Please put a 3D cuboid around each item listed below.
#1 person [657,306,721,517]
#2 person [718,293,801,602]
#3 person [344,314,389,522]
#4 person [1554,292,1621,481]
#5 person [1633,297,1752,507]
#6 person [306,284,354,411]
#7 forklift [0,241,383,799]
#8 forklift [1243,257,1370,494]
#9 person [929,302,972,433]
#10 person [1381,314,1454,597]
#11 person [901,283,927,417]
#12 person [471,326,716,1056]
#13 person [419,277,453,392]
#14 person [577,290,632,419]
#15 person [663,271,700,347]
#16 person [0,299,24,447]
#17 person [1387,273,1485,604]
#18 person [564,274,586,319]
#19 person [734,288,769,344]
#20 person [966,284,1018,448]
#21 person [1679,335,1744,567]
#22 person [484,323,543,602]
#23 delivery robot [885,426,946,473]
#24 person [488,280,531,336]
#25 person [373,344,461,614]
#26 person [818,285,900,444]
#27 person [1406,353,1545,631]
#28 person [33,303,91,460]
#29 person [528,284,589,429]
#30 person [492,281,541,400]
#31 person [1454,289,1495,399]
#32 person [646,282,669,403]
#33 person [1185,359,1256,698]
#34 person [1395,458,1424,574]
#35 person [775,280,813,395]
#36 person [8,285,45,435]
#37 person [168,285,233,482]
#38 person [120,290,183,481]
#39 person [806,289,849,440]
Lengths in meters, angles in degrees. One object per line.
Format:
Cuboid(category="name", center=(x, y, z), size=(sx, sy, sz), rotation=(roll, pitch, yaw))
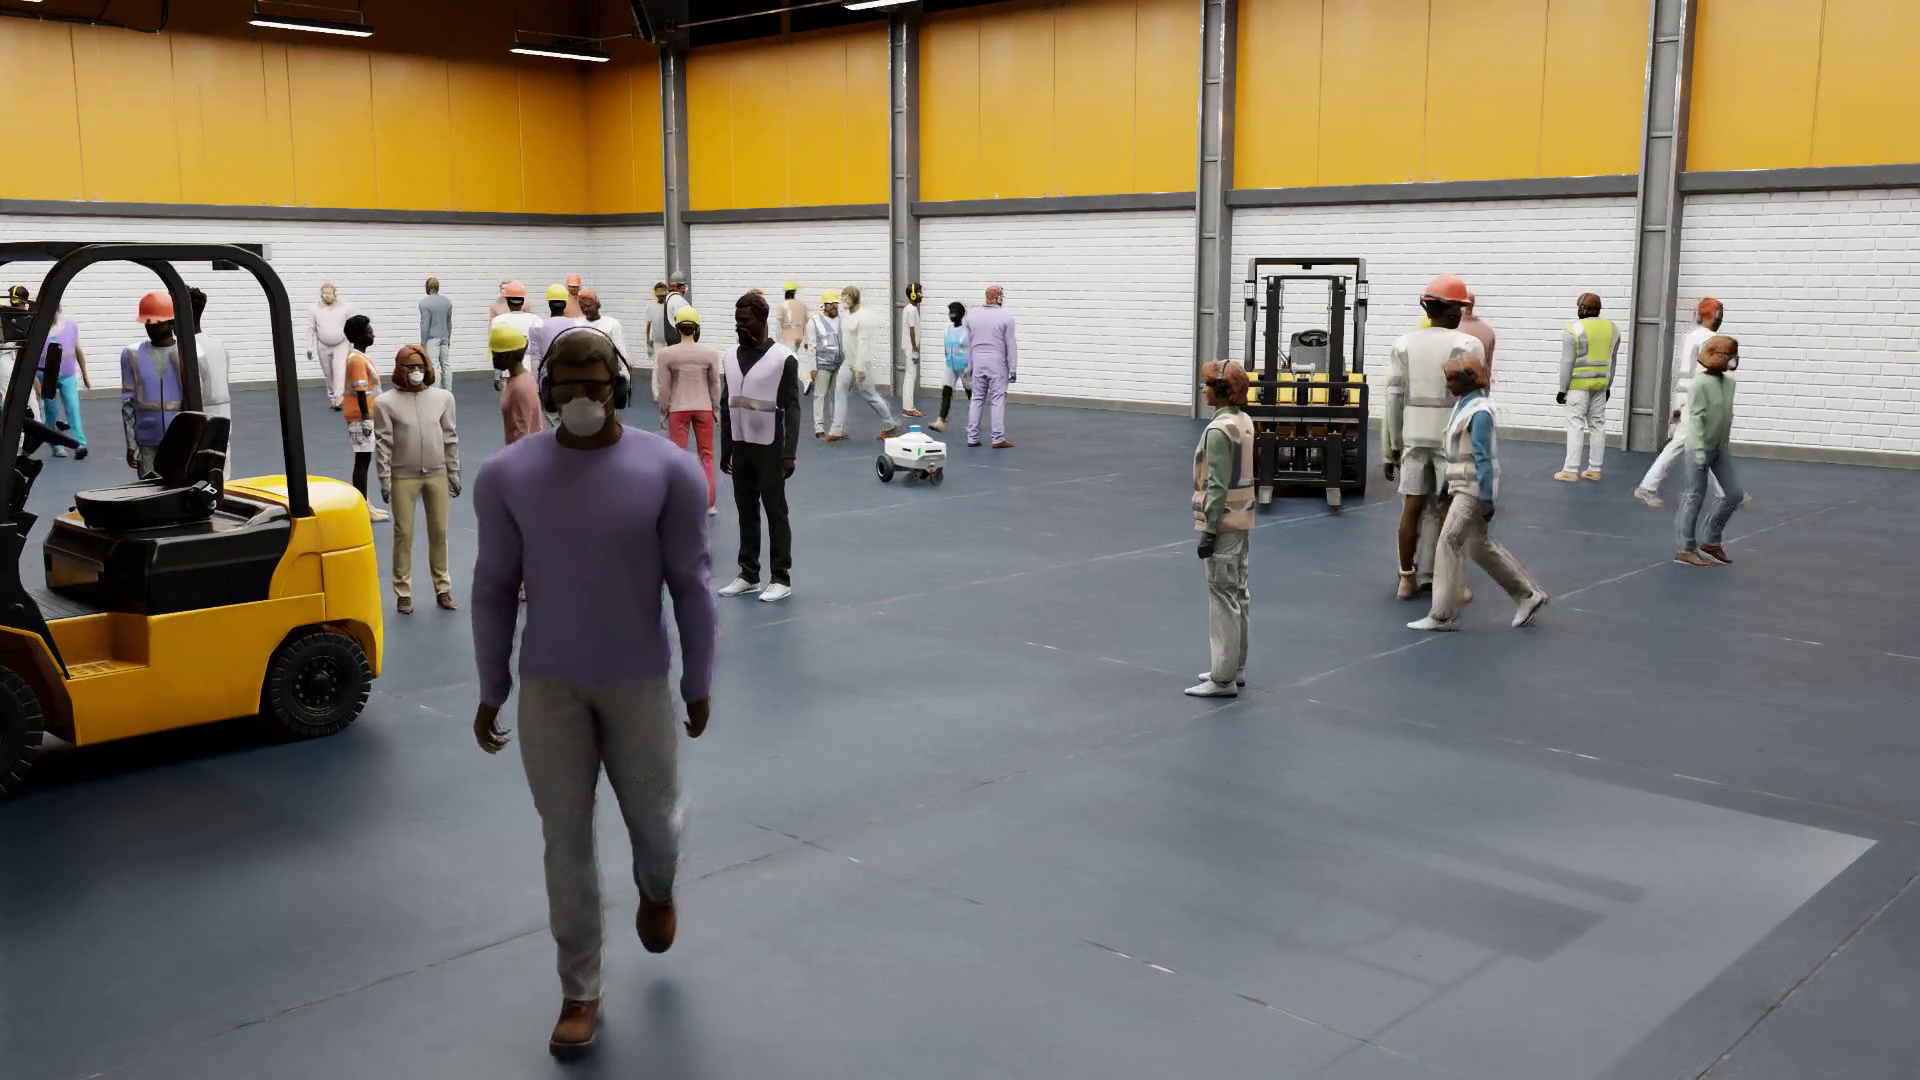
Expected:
Cuboid(category="person", center=(-2.253, -1.061, 13.862), size=(0.525, 1.769, 0.315), rotation=(-3, 10, -17))
Cuboid(category="person", center=(-1.261, -0.581, 10.445), size=(0.599, 1.917, 0.377), rotation=(6, 11, 34))
Cuboid(category="person", center=(-4.894, -0.994, 13.660), size=(0.318, 1.696, 0.541), rotation=(-3, 10, -20))
Cuboid(category="person", center=(6.103, -1.490, 16.258), size=(0.627, 1.844, 0.429), rotation=(-3, 10, -18))
Cuboid(category="person", center=(6.390, -1.189, 14.464), size=(1.012, 1.831, 0.637), rotation=(2, 9, 10))
Cuboid(category="person", center=(-9.241, -2.825, 24.421), size=(0.666, 1.854, 1.013), rotation=(-2, 10, -13))
Cuboid(category="forklift", center=(-3.706, -0.171, 7.093), size=(1.214, 2.155, 2.313), rotation=(9, 13, 43))
Cuboid(category="forklift", center=(3.309, -1.629, 16.029), size=(1.214, 2.155, 2.313), rotation=(2, 9, 11))
Cuboid(category="person", center=(-0.034, -2.181, 21.051), size=(0.542, 1.645, 0.867), rotation=(7, 12, 37))
Cuboid(category="person", center=(3.020, -0.549, 10.560), size=(0.611, 1.815, 0.517), rotation=(7, 12, 36))
Cuboid(category="person", center=(-0.656, -2.664, 23.367), size=(0.332, 1.874, 0.520), rotation=(-1, 9, -7))
Cuboid(category="person", center=(-0.992, 0.376, 4.563), size=(0.650, 1.922, 0.692), rotation=(0, 9, -3))
Cuboid(category="person", center=(-8.176, -3.115, 25.925), size=(0.372, 1.940, 0.627), rotation=(5, 10, 26))
Cuboid(category="person", center=(-3.853, -1.742, 17.781), size=(0.681, 1.834, 0.886), rotation=(0, 9, -1))
Cuboid(category="person", center=(-4.219, -3.060, 25.276), size=(0.536, 2.000, 0.676), rotation=(-5, 10, -26))
Cuboid(category="person", center=(-11.046, -1.915, 19.164), size=(0.294, 1.744, 0.487), rotation=(-1, 9, -5))
Cuboid(category="person", center=(2.956, -0.620, 10.313), size=(0.611, 2.040, 0.393), rotation=(8, 12, 40))
Cuboid(category="person", center=(-6.027, -3.165, 26.058), size=(0.625, 1.991, 0.380), rotation=(-7, 11, -35))
Cuboid(category="person", center=(-2.391, -2.003, 19.390), size=(0.345, 1.847, 0.504), rotation=(7, 12, 38))
Cuboid(category="person", center=(0.377, -2.009, 19.311), size=(0.661, 1.895, 0.409), rotation=(5, 11, 29))
Cuboid(category="person", center=(5.221, -0.603, 11.518), size=(0.503, 1.621, 0.423), rotation=(-5, 11, -30))
Cuboid(category="person", center=(-2.736, -0.478, 10.342), size=(0.378, 1.746, 0.554), rotation=(-3, 10, -20))
Cuboid(category="delivery robot", center=(-0.430, -0.860, 16.043), size=(0.477, 0.478, 0.707), rotation=(-6, 11, -31))
Cuboid(category="person", center=(-7.140, -3.171, 26.412), size=(0.694, 1.886, 0.773), rotation=(0, 9, -2))
Cuboid(category="person", center=(-3.266, -0.367, 10.036), size=(0.493, 1.624, 0.280), rotation=(-7, 11, -35))
Cuboid(category="person", center=(-1.179, -2.090, 19.822), size=(1.027, 1.890, 0.627), rotation=(-6, 11, -33))
Cuboid(category="person", center=(3.006, -0.273, 9.531), size=(0.750, 1.601, 0.516), rotation=(1, 9, 9))
Cuboid(category="person", center=(-9.735, -1.738, 18.002), size=(0.650, 1.764, 0.997), rotation=(-7, 12, -38))
Cuboid(category="person", center=(-3.871, -1.509, 16.114), size=(0.587, 1.927, 0.368), rotation=(-4, 10, -25))
Cuboid(category="person", center=(-4.737, -1.795, 17.834), size=(0.552, 1.937, 0.356), rotation=(-5, 11, -30))
Cuboid(category="person", center=(4.529, -1.314, 15.087), size=(0.673, 1.923, 0.512), rotation=(-5, 11, -29))
Cuboid(category="person", center=(-4.586, -3.040, 25.676), size=(0.528, 1.870, 0.313), rotation=(-3, 10, -16))
Cuboid(category="person", center=(1.281, -0.055, 8.077), size=(0.307, 1.640, 0.518), rotation=(4, 10, 22))
Cuboid(category="person", center=(3.203, -0.571, 11.257), size=(0.509, 1.631, 0.269), rotation=(2, 9, 13))
Cuboid(category="person", center=(-2.681, -3.306, 27.233), size=(0.838, 1.898, 0.584), rotation=(7, 12, 39))
Cuboid(category="person", center=(-11.491, -2.191, 20.473), size=(0.310, 1.868, 0.532), rotation=(-1, 9, -5))
Cuboid(category="person", center=(-5.043, -0.703, 11.049), size=(0.364, 1.964, 0.611), rotation=(0, 9, -1))
Cuboid(category="person", center=(-5.168, -0.654, 10.862), size=(0.542, 1.930, 0.375), rotation=(-3, 10, -16))
Cuboid(category="person", center=(-1.564, -2.114, 20.112), size=(0.586, 1.833, 0.403), rotation=(-7, 12, -38))
